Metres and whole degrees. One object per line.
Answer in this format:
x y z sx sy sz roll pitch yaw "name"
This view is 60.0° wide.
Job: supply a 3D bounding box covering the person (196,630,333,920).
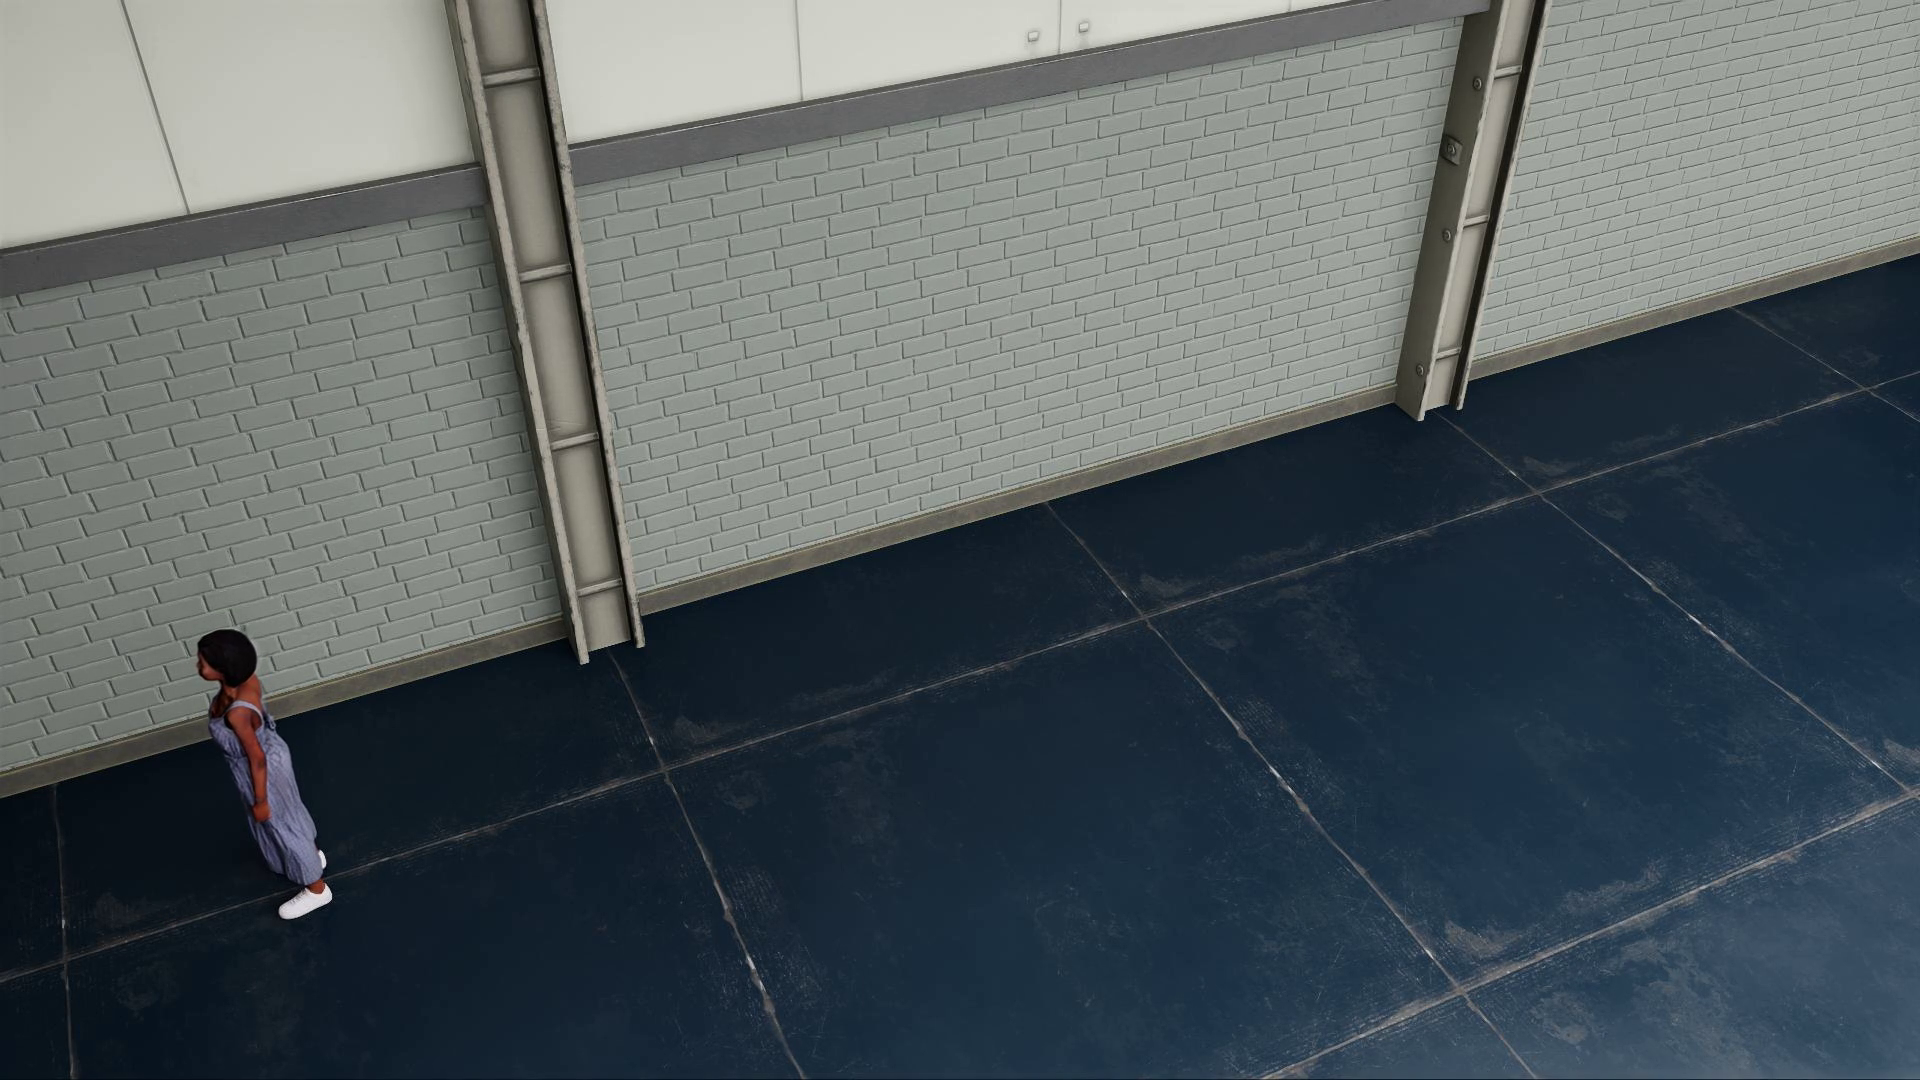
-3.288 1.090 7.855 0.520 1.695 0.593 -13 40 -16 "person"
